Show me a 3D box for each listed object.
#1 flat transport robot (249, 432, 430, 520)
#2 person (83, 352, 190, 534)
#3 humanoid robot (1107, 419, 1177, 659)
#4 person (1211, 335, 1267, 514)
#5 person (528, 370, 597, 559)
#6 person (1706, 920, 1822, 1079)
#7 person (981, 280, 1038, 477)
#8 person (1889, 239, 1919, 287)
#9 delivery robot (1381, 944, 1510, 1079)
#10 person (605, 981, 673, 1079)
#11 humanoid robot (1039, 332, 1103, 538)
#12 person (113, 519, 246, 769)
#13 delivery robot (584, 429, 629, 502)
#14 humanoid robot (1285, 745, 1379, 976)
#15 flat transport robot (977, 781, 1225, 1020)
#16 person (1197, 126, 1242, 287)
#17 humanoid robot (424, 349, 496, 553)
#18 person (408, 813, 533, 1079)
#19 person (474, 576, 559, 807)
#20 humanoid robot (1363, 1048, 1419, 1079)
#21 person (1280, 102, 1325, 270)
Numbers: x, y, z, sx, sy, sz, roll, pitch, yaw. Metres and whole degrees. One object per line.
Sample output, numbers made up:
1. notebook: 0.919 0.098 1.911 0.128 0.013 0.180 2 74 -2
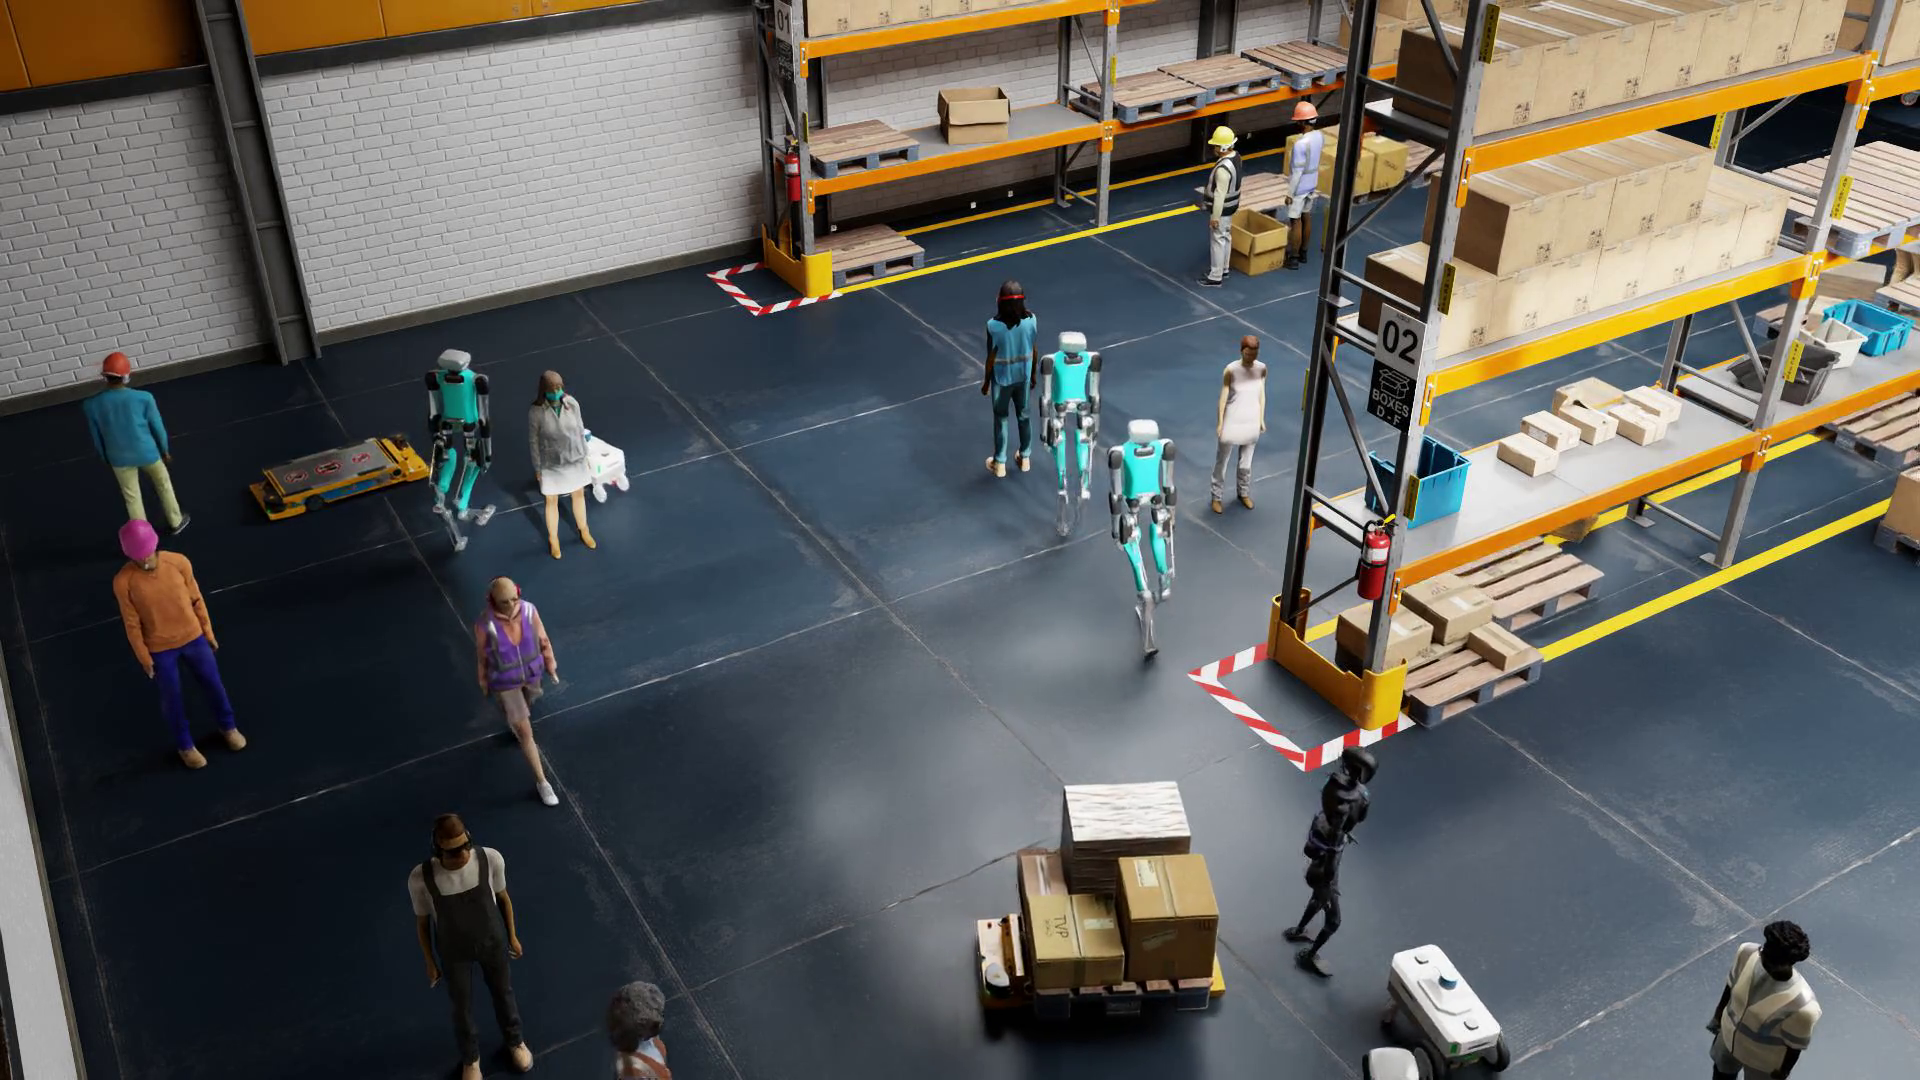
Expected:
1. flat transport robot: -5.602 -0.582 15.013 1.431 0.231 0.659 -20 37 -29
2. person: -6.898 -0.741 13.900 0.564 1.720 0.568 -11 34 -16
3. humanoid robot: 1.454 0.065 12.665 0.554 1.853 0.866 -6 33 -10
4. person: 2.423 -1.009 14.384 0.437 1.658 0.286 -7 33 -11
5. person: -3.301 -0.631 13.777 0.480 1.661 0.338 -17 36 -25
6. person: 4.090 2.608 8.588 0.319 1.691 0.535 -11 34 -16
7. person: 0.458 -1.437 14.874 0.515 1.866 0.392 -11 34 -17
8. person: 10.197 -3.189 17.787 0.432 1.728 0.571 -16 36 -24
9. delivery robot: 2.755 2.715 9.492 0.523 0.602 0.773 -10 33 -15
10. person: -1.577 2.834 8.263 0.807 1.647 0.436 -5 33 -9
11. humanoid robot: 0.966 -0.788 14.008 0.537 1.831 0.793 -5 32 -8
12. person: -5.383 0.692 11.385 0.522 1.968 0.402 -22 38 -31
13. delivery robot: -3.349 -0.716 14.949 0.787 0.587 0.499 23 39 32
14. humanoid robot: 2.191 1.832 9.848 0.390 1.642 0.615 11 34 18
15. flat transport robot: 0.842 2.503 10.092 1.431 0.231 0.659 -2 32 -3
16. person: 2.907 -3.715 18.548 0.403 1.824 0.592 12 34 18
17. humanoid robot: -4.156 -0.657 13.732 0.551 1.729 0.930 3 32 5
18. person: -2.659 2.222 9.055 0.512 1.846 0.339 -15 35 -23
19. person: -3.011 0.918 11.328 0.505 1.640 0.923 -24 39 -33
20. humanoid robot: 1.627 3.110 7.809 0.874 1.838 0.563 -1 32 -2
21. person: 3.872 -4.036 18.960 0.365 1.928 0.541 22 38 31
